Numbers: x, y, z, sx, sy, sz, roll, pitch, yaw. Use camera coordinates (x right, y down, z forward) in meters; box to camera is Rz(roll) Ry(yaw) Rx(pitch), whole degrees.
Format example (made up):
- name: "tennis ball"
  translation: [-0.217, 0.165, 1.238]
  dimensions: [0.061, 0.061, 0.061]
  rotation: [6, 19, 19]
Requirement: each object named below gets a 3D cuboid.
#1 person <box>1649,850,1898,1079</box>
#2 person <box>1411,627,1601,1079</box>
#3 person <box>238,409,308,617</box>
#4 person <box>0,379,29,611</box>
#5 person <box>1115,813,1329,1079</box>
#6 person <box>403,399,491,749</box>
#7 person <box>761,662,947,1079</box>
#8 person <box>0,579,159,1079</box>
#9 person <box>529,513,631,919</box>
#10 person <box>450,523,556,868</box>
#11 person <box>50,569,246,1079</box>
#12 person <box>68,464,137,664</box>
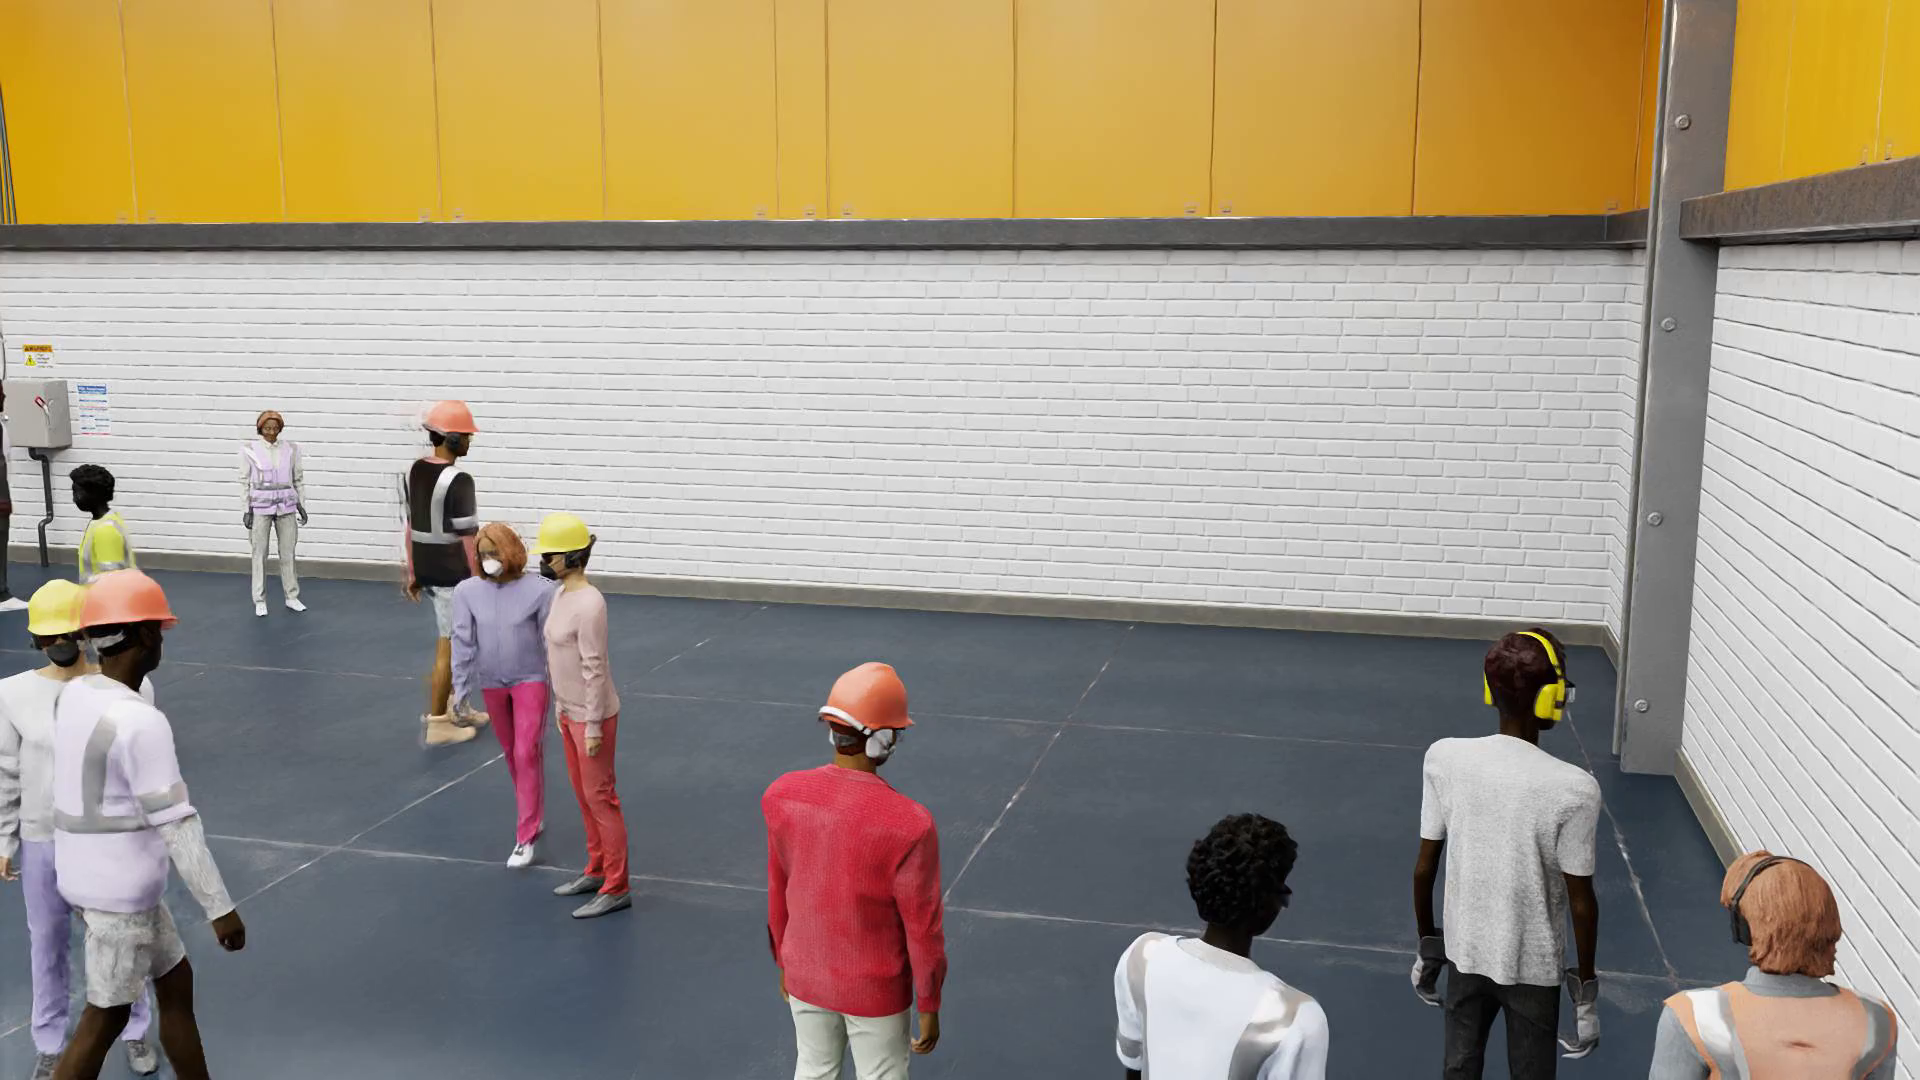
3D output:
- name: "person"
  translation: [1.655, 1.448, 3.455]
  dimensions: [0.523, 1.631, 0.315]
  rotation: [-1, 10, -5]
- name: "person"
  translation: [1.468, 1.158, 4.474]
  dimensions: [0.532, 1.864, 0.310]
  rotation: [9, 13, 42]
- name: "person"
  translation: [-5.473, -0.223, 13.265]
  dimensions: [0.514, 1.640, 0.309]
  rotation: [-8, 13, -40]
- name: "person"
  translation: [-7.810, -0.382, 13.385]
  dimensions: [0.590, 1.918, 0.391]
  rotation: [9, 13, 42]
- name: "person"
  translation: [0.550, 1.405, 3.547]
  dimensions: [0.320, 1.686, 0.539]
  rotation: [-9, 13, -43]
- name: "person"
  translation: [-2.910, 0.190, 9.703]
  dimensions: [0.652, 2.018, 0.664]
  rotation: [9, 13, 44]
- name: "person"
  translation: [-0.276, 1.196, 4.627]
  dimensions: [0.573, 1.738, 0.352]
  rotation: [6, 11, 30]
- name: "person"
  translation: [-3.004, 1.002, 5.681]
  dimensions: [0.523, 1.769, 0.320]
  rotation: [-5, 11, -26]
- name: "person"
  translation: [-1.652, 0.753, 7.186]
  dimensions: [0.344, 1.761, 0.527]
  rotation: [-5, 11, -28]
- name: "person"
  translation: [-2.135, 0.722, 7.809]
  dimensions: [0.508, 1.599, 0.800]
  rotation: [1, 10, 6]
- name: "person"
  translation: [-2.539, 1.053, 5.004]
  dimensions: [0.810, 1.886, 0.666]
  rotation: [-8, 12, -38]
- name: "person"
  translation: [-4.841, 0.402, 9.466]
  dimensions: [0.345, 1.684, 0.545]
  rotation: [-6, 11, -32]
